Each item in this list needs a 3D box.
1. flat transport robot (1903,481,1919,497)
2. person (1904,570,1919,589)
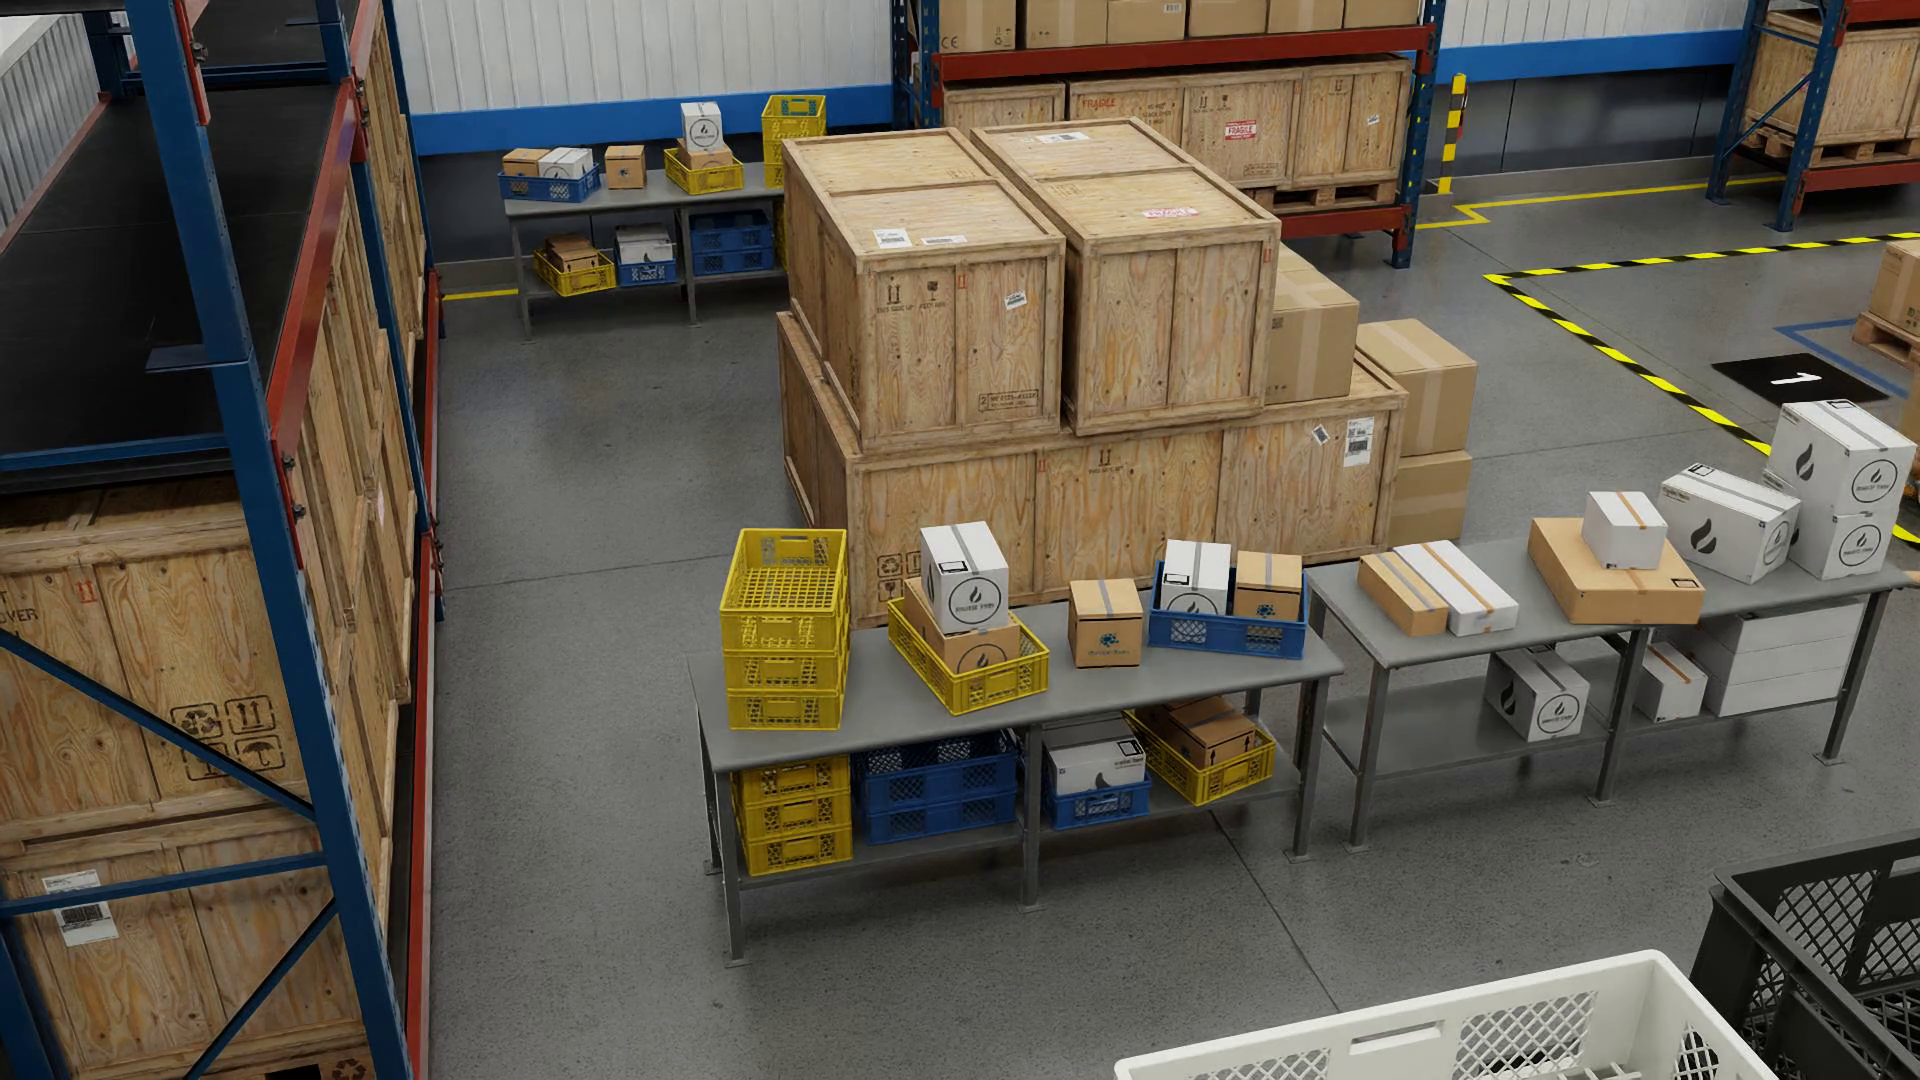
[{"bbox_3d":[5.985,-0.177,9.410,0.652,0.197,1.431,-7,30,-13],"label":"flat transport robot"},{"bbox_3d":[5.212,-0.560,8.292,0.362,2.048,0.610,1,29,2],"label":"person"}]
